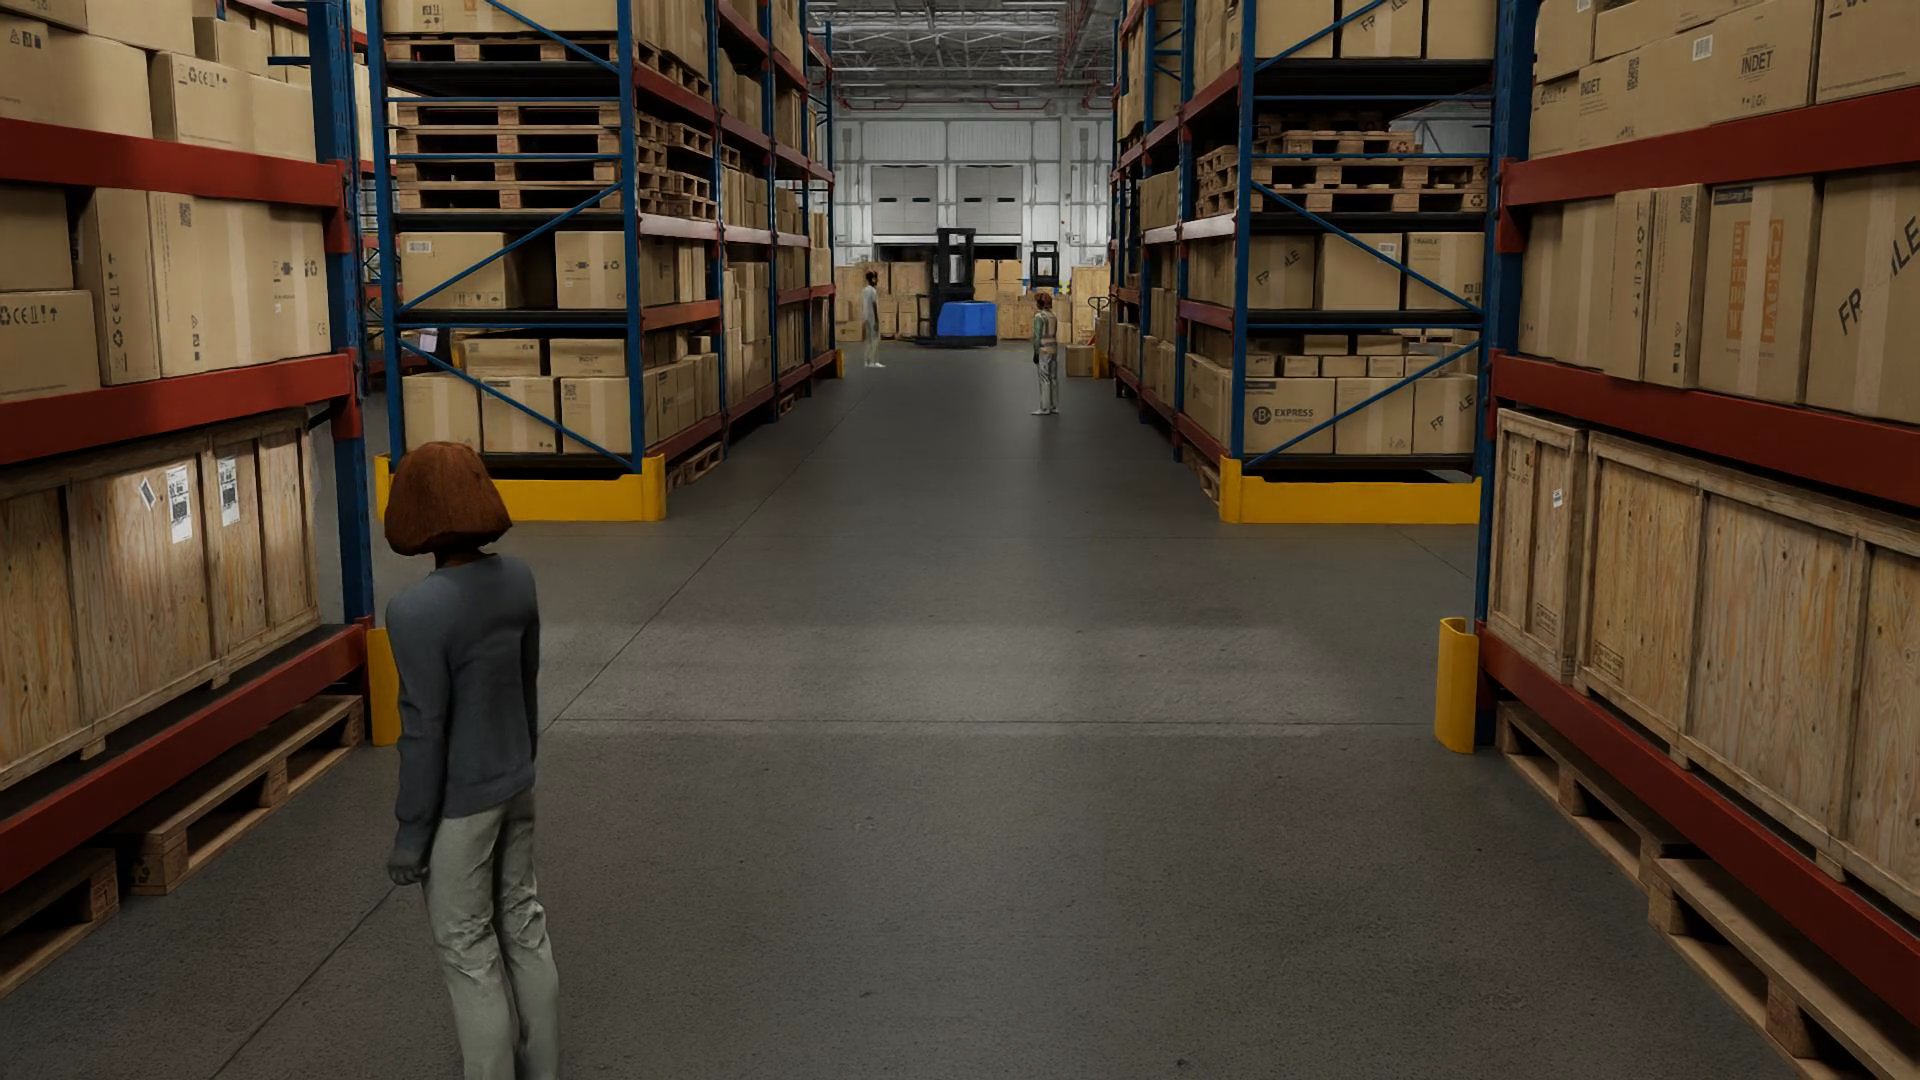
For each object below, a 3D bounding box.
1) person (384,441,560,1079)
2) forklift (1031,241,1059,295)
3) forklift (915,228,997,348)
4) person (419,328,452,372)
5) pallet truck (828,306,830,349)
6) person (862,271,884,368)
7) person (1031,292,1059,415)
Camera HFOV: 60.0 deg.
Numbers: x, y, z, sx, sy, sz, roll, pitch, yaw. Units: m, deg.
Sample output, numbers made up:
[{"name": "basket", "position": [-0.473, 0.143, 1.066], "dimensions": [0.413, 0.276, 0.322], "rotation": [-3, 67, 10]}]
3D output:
[{"name": "person", "position": [-1.104, 0.593, 3.737], "dimensions": [0.268, 1.632, 0.507], "rotation": [3, 10, 16]}, {"name": "forklift", "position": [3.201, -9.896, 62.839], "dimensions": [1.129, 2.768, 1.873], "rotation": [0, 9, 1]}, {"name": "forklift", "position": [-0.076, -5.970, 39.321], "dimensions": [1.129, 2.768, 1.873], "rotation": [-7, 12, -37]}, {"name": "person", "position": [-6.162, -2.201, 19.622], "dimensions": [0.383, 1.918, 0.591], "rotation": [-7, 12, -35]}, {"name": "pallet truck", "position": [-3.100, -3.940, 29.800], "dimensions": [1.885, 1.965, 0.823], "rotation": [3, 10, 19]}, {"name": "person", "position": [-1.700, -4.236, 31.973], "dimensions": [0.317, 1.866, 0.530], "rotation": [-6, 11, -32]}, {"name": "person", "position": [1.138, -2.474, 22.127], "dimensions": [0.318, 1.630, 0.513], "rotation": [6, 11, 31]}]
